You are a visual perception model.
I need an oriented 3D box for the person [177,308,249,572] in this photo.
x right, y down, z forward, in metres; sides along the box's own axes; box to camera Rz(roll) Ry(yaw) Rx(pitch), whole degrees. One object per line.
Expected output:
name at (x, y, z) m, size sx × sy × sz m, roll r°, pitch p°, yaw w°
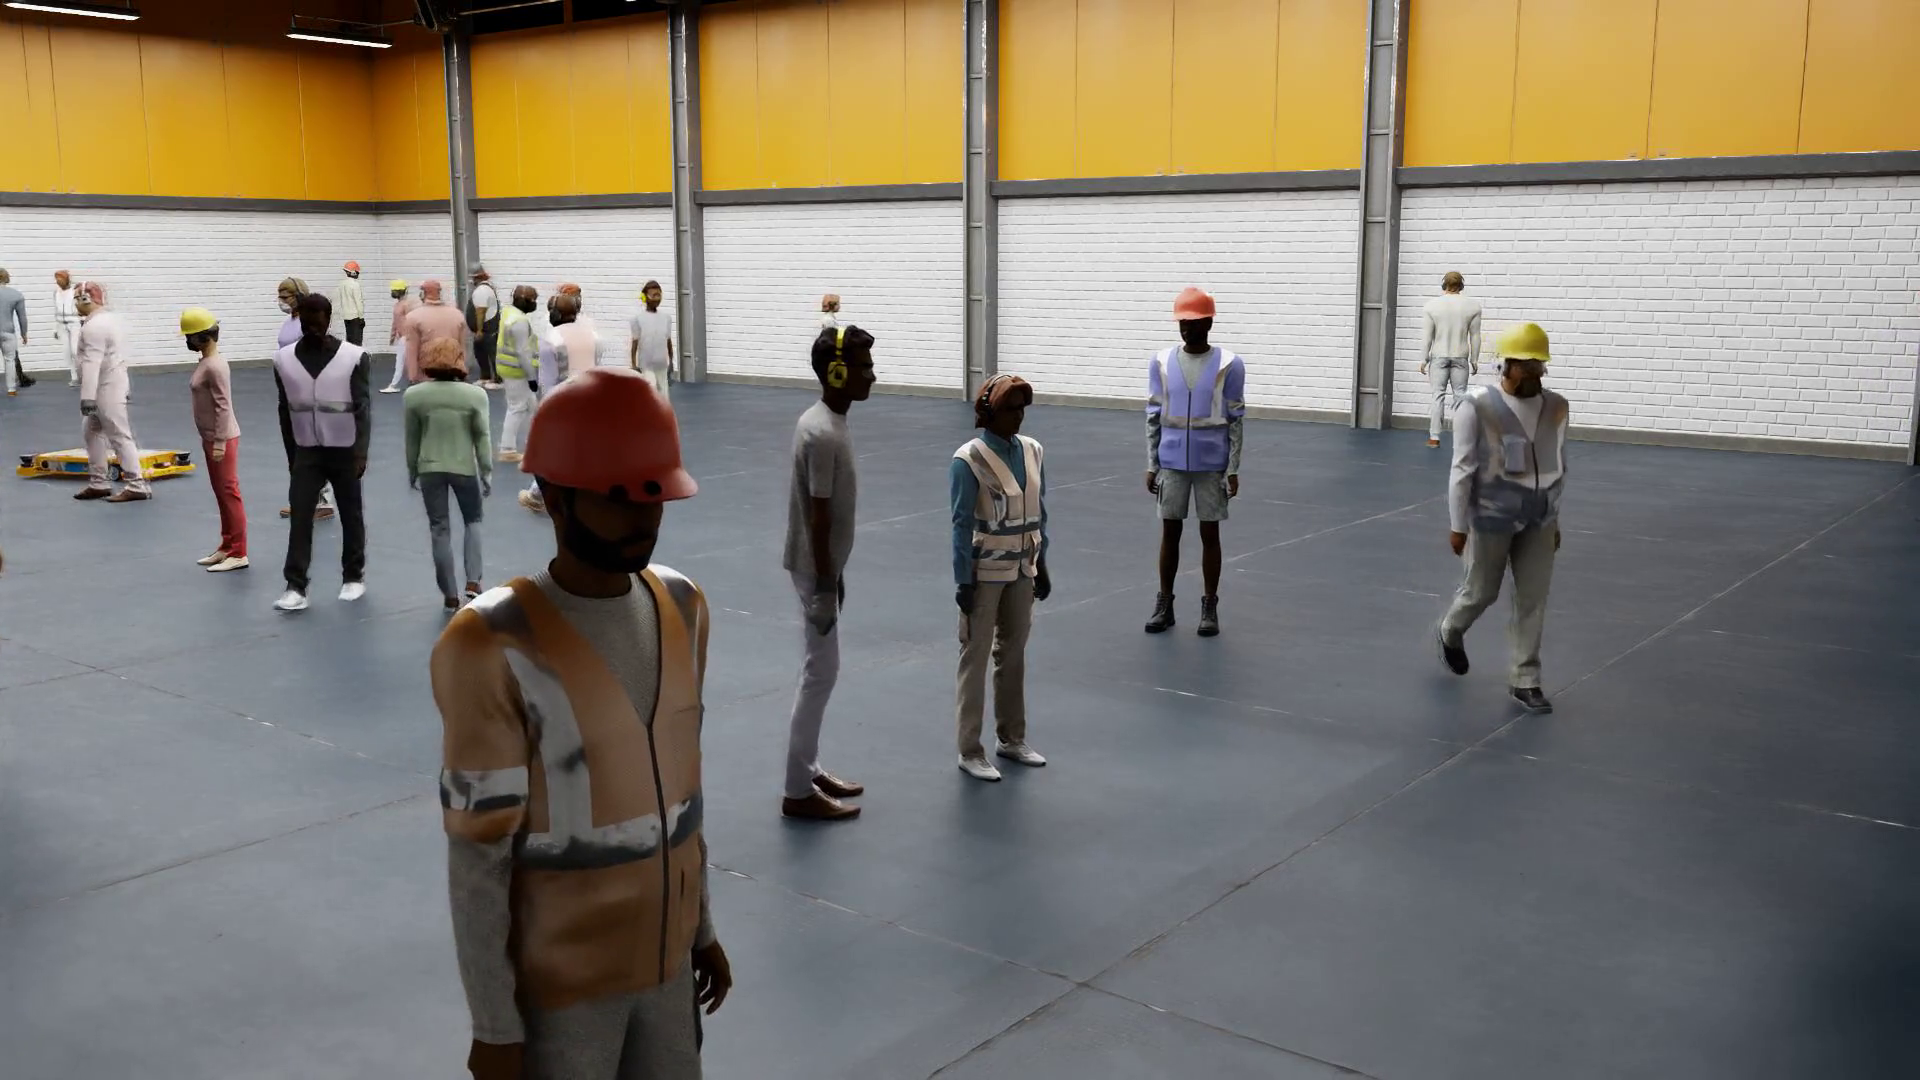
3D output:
person at (-4.992, -0.666, 11.110) m, size 0.335 × 1.759 × 0.523 m, roll -6°, pitch 11°, yaw -31°

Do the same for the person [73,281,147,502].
person at (-7.351, -1.252, 14.160) m, size 0.737 × 1.868 × 0.789 m, roll -3°, pitch 10°, yaw -17°

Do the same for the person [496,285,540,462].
person at (-4.403, -1.685, 16.925) m, size 0.701 × 1.803 × 0.709 m, roll -4°, pitch 11°, yaw -23°

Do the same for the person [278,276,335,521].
person at (-5.208, -1.115, 13.204) m, size 0.373 × 1.937 × 0.630 m, roll -9°, pitch 13°, yaw -42°

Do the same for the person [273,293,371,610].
person at (-3.790, -0.512, 9.880) m, size 0.592 × 1.875 × 0.873 m, roll -1°, pitch 10°, yaw -4°

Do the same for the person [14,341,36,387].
person at (-15.081, -3.310, 26.138) m, size 0.552 × 1.889 × 0.995 m, roll 2°, pitch 10°, yaw 12°

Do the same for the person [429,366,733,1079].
person at (-0.573, 0.680, 2.751) m, size 0.378 × 1.932 × 0.551 m, roll 7°, pitch 12°, yaw 33°

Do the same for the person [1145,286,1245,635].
person at (1.291, -0.431, 9.211) m, size 0.547 × 1.938 × 0.379 m, roll 4°, pitch 10°, yaw 20°

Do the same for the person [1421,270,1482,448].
person at (5.331, -1.957, 18.097) m, size 0.635 × 1.936 × 0.351 m, roll 2°, pitch 10°, yaw 9°

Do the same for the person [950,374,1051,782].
person at (0.155, 0.147, 6.733) m, size 0.313 × 1.634 × 0.511 m, roll 9°, pitch 13°, yaw 42°

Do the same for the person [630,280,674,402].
person at (-3.231, -1.786, 17.363) m, size 0.517 × 1.853 × 0.694 m, roll -8°, pitch 13°, yaw -39°

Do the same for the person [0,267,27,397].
person at (-14.045, -3.024, 24.360) m, size 0.681 × 1.922 × 0.766 m, roll -4°, pitch 11°, yaw -24°

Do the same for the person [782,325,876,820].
person at (-0.495, 0.130, 6.230) m, size 0.382 × 1.851 × 0.519 m, roll -1°, pitch 10°, yaw -5°

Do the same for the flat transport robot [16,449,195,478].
flat transport robot at (-8.123, -0.733, 15.817) m, size 1.431 × 0.197 × 0.652 m, roll 2°, pitch 10°, yaw 11°

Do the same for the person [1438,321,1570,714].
person at (2.570, -0.135, 7.876) m, size 0.600 × 1.808 × 0.770 m, roll -2°, pitch 10°, yaw -10°

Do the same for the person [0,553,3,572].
person at (-4.436, -0.037, 7.073) m, size 0.577 × 1.893 × 0.993 m, roll -9°, pitch 13°, yaw -43°

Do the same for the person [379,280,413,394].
person at (-8.447, -3.102, 25.389) m, size 0.887 × 1.728 × 0.538 m, roll -7°, pitch 12°, yaw -34°

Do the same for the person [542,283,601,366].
person at (-3.768, -1.577, 16.213) m, size 1.008 × 1.828 × 0.607 m, roll 8°, pitch 12°, yaw 38°

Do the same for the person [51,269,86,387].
person at (-14.216, -3.376, 26.546) m, size 0.594 × 1.872 × 0.413 m, roll 1°, pitch 10°, yaw 8°

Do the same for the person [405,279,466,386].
person at (-5.247, -1.691, 16.770) m, size 0.749 × 1.872 × 0.651 m, roll 9°, pitch 13°, yaw 43°

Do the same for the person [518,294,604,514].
person at (-3.173, -1.071, 13.357) m, size 0.953 × 1.792 × 0.624 m, roll 9°, pitch 13°, yaw 41°

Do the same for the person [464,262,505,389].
person at (-7.432, -3.363, 25.980) m, size 0.625 × 2.000 × 0.695 m, roll -3°, pitch 10°, yaw -16°

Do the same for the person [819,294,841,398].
person at (-1.557, -2.159, 20.161) m, size 0.330 × 1.639 × 0.517 m, roll -1°, pitch 10°, yaw -5°

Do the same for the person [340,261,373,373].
person at (-10.800, -3.970, 29.649) m, size 0.611 × 1.995 × 0.375 m, roll 8°, pitch 13°, yaw 39°

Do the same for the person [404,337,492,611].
person at (-3.034, -0.392, 9.897) m, size 0.508 × 1.615 × 0.416 m, roll -2°, pitch 10°, yaw -10°
